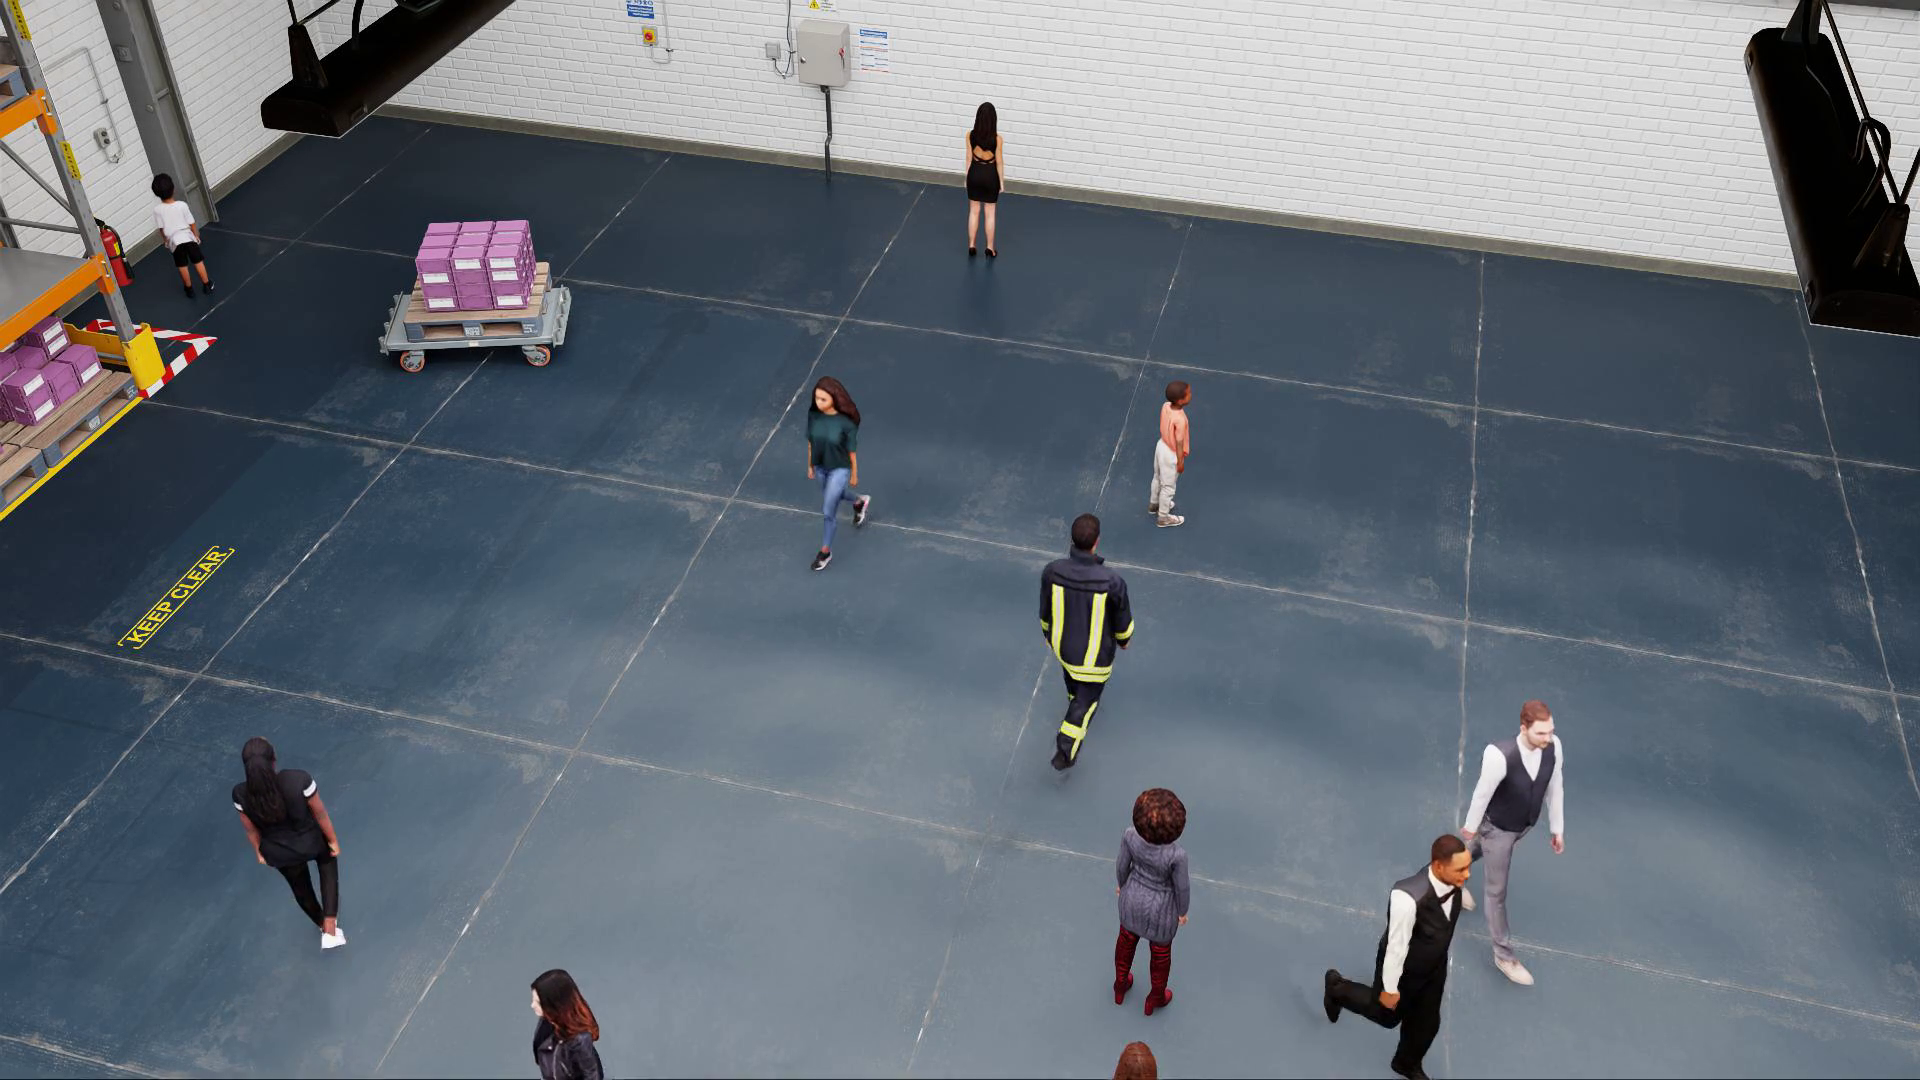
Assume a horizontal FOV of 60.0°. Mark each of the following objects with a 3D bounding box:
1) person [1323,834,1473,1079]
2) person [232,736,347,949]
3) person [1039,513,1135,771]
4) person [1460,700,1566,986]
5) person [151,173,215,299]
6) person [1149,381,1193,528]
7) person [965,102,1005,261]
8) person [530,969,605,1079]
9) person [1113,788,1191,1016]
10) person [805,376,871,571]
[{"bbox_3d":[2.395,2.236,9.091,1.131,1.892,1.169,-23,44,-26],"label":"person"},{"bbox_3d":[-3.882,1.838,9.725,0.810,1.723,0.880,-11,40,-14],"label":"person"},{"bbox_3d":[0.802,0.704,11.006,0.935,1.895,1.246,17,42,21],"label":"person"},{"bbox_3d":[3.194,1.602,9.885,1.155,1.891,1.261,-17,42,-20],"label":"person"},{"bbox_3d":[-7.542,-2.942,16.080,0.574,1.261,0.625,-15,41,-18],"label":"person"},{"bbox_3d":[1.665,-0.700,13.235,0.603,1.308,0.518,-10,40,-13],"label":"person"},{"bbox_3d":[0.233,-3.556,16.540,0.545,1.646,0.474,9,39,11],"label":"person"},{"bbox_3d":[-1.923,2.763,8.643,0.821,1.626,0.762,-20,43,-23],"label":"person"},{"bbox_3d":[1.074,2.062,9.454,0.642,1.710,0.603,20,43,24],"label":"person"},{"bbox_3d":[-0.941,-0.590,12.873,0.791,1.589,1.127,21,43,24],"label":"person"}]
